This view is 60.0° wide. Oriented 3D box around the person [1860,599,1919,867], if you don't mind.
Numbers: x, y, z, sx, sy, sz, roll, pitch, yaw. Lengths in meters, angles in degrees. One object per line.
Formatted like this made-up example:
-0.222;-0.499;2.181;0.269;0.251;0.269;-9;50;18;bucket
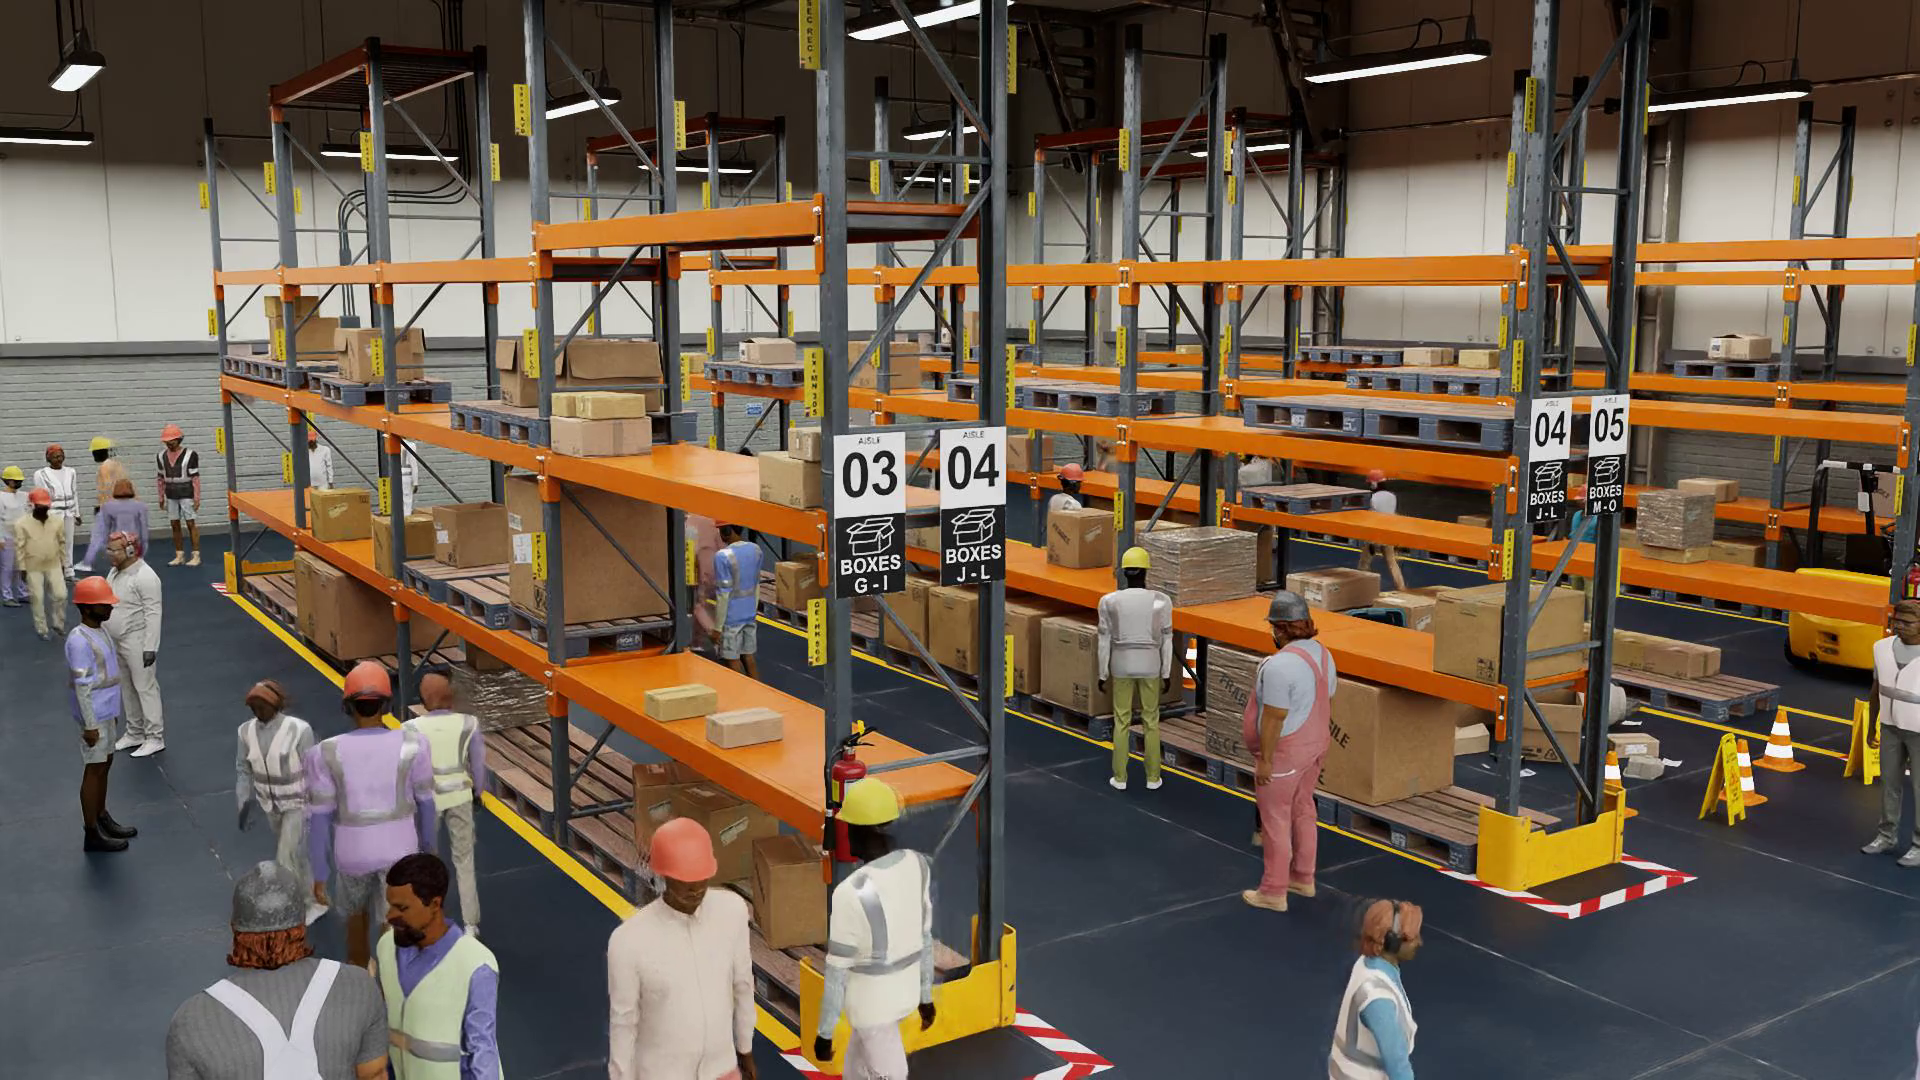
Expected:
6.493;1.304;11.381;0.389;1.837;0.560;-4;10;-26;person

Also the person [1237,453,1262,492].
3.874;-0.399;22.658;0.522;1.851;0.585;-6;10;-33;person

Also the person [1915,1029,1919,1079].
3.412;2.134;5.489;0.543;1.939;0.370;3;9;16;person

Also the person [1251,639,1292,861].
2.215;1.367;11.443;0.320;1.685;0.539;-3;9;-17;person

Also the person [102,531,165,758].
-6.996;0.870;14.017;0.652;1.905;0.408;6;10;35;person

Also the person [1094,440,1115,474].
2.237;-0.737;25.646;0.361;1.624;0.536;-3;9;-21;person

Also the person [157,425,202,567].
-11.063;-0.619;23.535;0.613;2.031;0.409;1;9;6;person

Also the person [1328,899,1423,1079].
1.671;2.167;6.375;0.841;1.597;0.515;2;9;16;person

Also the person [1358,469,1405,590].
5.244;-0.039;20.745;0.572;1.707;0.907;-6;10;-34;person

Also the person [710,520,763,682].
-2.003;0.690;14.760;0.375;2.044;0.604;4;10;28;person

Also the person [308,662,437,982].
-3.060;1.623;8.737;0.628;1.984;1.053;-3;9;-17;person

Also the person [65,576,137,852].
-6.022;1.207;11.668;0.363;1.935;0.553;-2;9;-13;person

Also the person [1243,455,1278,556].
4.456;-0.636;24.446;0.592;1.778;0.862;-6;10;-35;person

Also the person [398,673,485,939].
-3.163;1.612;10.172;0.549;1.581;0.897;-4;9;-26;person

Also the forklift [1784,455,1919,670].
9.643;0.253;17.172;2.313;2.155;1.214;-6;10;-33;forklift

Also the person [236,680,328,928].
-4.095;1.623;9.979;0.523;1.592;0.802;3;9;19;person

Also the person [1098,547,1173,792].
1.366;1.015;13.009;0.584;1.919;0.382;0;9;3;person

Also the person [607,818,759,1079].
-1.054;1.990;6.322;0.638;1.973;0.480;-7;11;-40;person

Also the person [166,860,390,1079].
-2.296;2.064;5.621;0.689;2.000;0.539;-6;10;-34;person

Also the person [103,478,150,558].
-10.263;0.046;20.480;0.512;1.614;0.675;-4;9;-25;person

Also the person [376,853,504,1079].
-1.891;2.059;6.107;0.593;1.911;0.382;6;10;34;person

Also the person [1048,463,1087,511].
1.190;0.170;18.279;0.419;2.034;0.604;-4;9;-25;person

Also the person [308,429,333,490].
-10.321;-0.936;26.597;0.574;1.739;0.349;-4;9;-23;person

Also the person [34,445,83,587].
-11.920;-0.320;22.009;0.340;1.882;0.586;4;10;27;person

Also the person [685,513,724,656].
-2.751;0.333;17.742;0.664;1.866;0.817;-8;12;-43;person

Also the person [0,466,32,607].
-11.699;-0.046;20.613;0.336;1.757;0.518;3;9;17;person

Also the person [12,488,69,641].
-10.206;0.280;18.520;0.462;1.733;0.560;8;12;43;person

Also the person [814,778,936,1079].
-0.326;1.934;7.027;0.971;1.885;0.601;5;10;31;person

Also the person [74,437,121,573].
-11.921;-0.480;23.059;0.924;1.884;0.602;-2;9;-13;person

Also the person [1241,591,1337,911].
2.079;1.311;10.633;0.535;2.000;0.686;7;11;40;person
